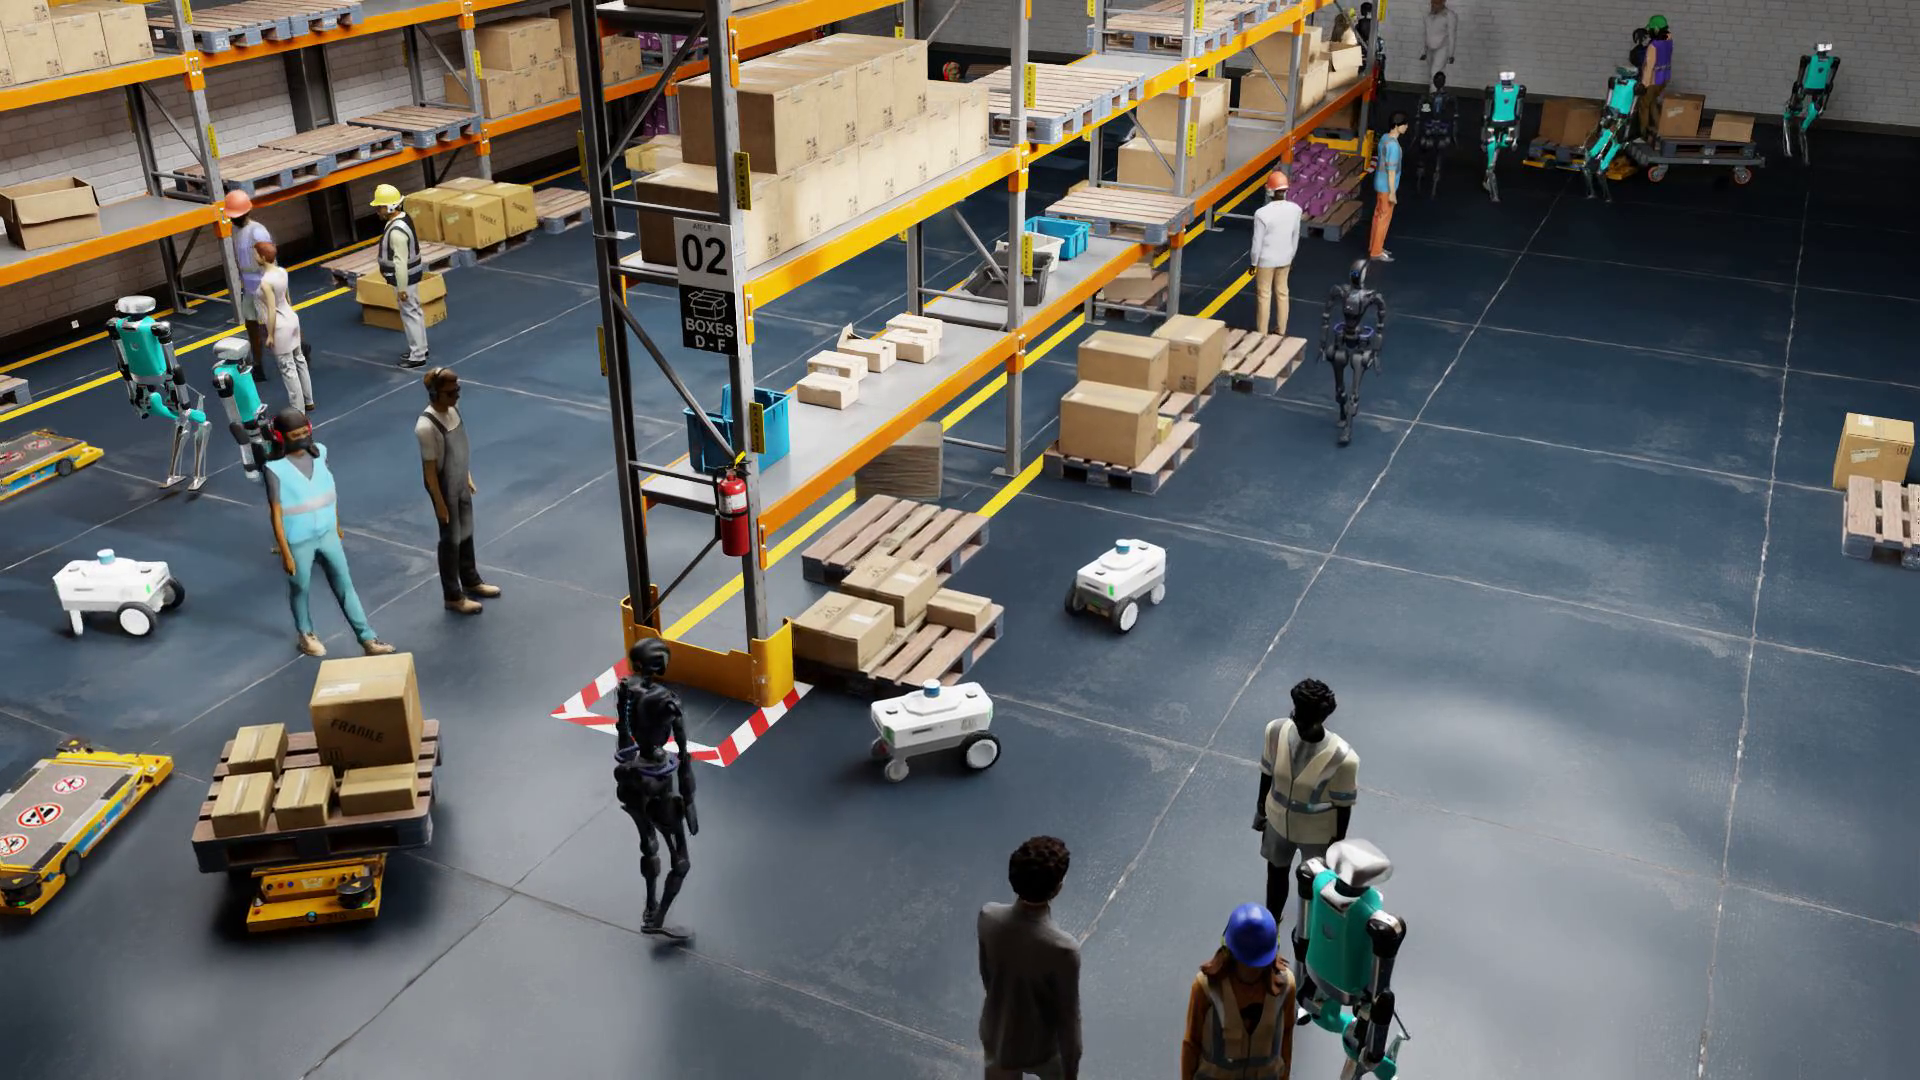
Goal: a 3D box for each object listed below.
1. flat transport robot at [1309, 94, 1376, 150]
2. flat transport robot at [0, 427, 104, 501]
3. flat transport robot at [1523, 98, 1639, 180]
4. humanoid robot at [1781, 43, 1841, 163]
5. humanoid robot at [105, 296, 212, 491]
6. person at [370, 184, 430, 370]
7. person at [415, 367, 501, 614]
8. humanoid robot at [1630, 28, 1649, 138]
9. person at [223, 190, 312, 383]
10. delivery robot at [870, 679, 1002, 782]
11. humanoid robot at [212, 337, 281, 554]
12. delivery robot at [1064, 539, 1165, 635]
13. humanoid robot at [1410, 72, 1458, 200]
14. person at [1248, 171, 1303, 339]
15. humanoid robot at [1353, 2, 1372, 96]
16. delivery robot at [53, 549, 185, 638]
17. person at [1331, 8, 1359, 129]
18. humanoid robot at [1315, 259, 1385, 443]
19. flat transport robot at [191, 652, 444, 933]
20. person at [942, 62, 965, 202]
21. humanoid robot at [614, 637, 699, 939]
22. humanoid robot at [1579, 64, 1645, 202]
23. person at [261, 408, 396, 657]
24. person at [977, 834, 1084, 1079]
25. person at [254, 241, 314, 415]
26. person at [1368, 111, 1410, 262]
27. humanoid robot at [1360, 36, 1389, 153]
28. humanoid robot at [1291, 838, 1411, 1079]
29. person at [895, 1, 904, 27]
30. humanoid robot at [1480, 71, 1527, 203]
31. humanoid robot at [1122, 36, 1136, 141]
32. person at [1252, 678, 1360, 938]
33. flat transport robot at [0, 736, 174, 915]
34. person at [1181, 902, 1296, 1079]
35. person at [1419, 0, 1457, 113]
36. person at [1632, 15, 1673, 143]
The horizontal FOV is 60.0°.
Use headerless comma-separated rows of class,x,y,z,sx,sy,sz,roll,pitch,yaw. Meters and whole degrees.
flat transport robot,5.450,-5.969,24.835,1.431,0.231,0.659,10,28,19
flat transport robot,-7.992,-0.563,13.914,0.659,0.231,1.431,10,28,19
flat transport robot,8.824,-5.371,23.627,1.431,0.231,0.659,21,33,36
humanoid robot,12.028,-6.222,23.676,0.543,1.736,0.982,2,26,4
humanoid robot,-6.377,-1.236,13.470,0.533,1.677,0.735,5,27,9
person,-5.438,-2.562,16.207,0.403,1.825,0.591,-5,27,-10
person,-3.576,-0.349,11.723,0.362,1.837,0.504,4,27,9
humanoid robot,10.205,-6.865,25.068,0.448,1.645,0.610,5,27,10
person,-6.638,-2.400,15.772,0.576,1.910,0.660,21,33,35
delivery robot,-0.166,1.124,10.169,0.774,0.581,0.499,-10,28,-19
humanoid robot,-5.053,-0.705,12.397,0.735,1.677,0.533,-2,26,-4
delivery robot,1.141,0.285,11.869,0.499,0.585,0.765,21,33,36
humanoid robot,6.308,-5.384,22.073,0.613,1.638,0.586,4,27,8
person,3.174,-2.874,16.912,0.571,1.746,0.345,-12,29,-23
humanoid robot,6.599,-8.032,27.474,0.609,1.625,0.776,-17,31,-31
delivery robot,-5.940,0.357,11.731,0.764,0.592,0.522,1,26,2
person,5.962,-7.247,25.638,0.659,1.850,0.641,-13,29,-24
humanoid robot,3.422,-1.678,14.617,0.599,1.622,0.758,14,29,25
flat transport robot,-3.569,1.666,9.412,0.659,0.231,1.431,-5,27,-10
person,-0.156,-5.307,21.719,0.394,1.847,0.563,14,29,25
humanoid robot,-1.610,1.288,8.598,0.597,1.645,0.443,21,33,36
humanoid robot,8.468,-5.294,21.840,0.670,1.813,0.552,-14,29,-26
person,-4.239,0.016,10.992,0.925,1.824,0.564,19,32,34
person,0.300,2.023,6.882,0.519,1.877,0.534,12,29,22
person,-6.137,-1.890,15.024,0.285,1.661,0.444,1,26,2
person,5.016,-4.133,19.450,0.341,1.758,0.507,1,26,2
humanoid robot,6.062,-6.531,24.377,0.323,1.655,0.596,22,34,37
humanoid robot,1.747,1.969,7.102,0.678,1.762,0.541,-17,31,-30
person,-0.993,-9.501,30.214,0.362,1.828,0.516,12,29,22
humanoid robot,7.072,-5.351,21.981,0.548,1.760,1.050,1,26,2
humanoid robot,2.863,-6.848,24.991,0.985,1.759,0.553,-4,27,-8
person,1.701,1.424,8.300,0.535,1.691,0.319,22,34,37
flat transport robot,-5.198,1.614,9.518,0.659,0.231,1.431,3,26,6
person,1.107,2.182,6.669,0.470,1.778,0.319,-3,27,-6
person,7.663,-7.886,26.921,0.753,1.865,0.675,-15,30,-27
person,10.336,-6.811,24.701,0.583,1.897,0.559,-23,35,-38
